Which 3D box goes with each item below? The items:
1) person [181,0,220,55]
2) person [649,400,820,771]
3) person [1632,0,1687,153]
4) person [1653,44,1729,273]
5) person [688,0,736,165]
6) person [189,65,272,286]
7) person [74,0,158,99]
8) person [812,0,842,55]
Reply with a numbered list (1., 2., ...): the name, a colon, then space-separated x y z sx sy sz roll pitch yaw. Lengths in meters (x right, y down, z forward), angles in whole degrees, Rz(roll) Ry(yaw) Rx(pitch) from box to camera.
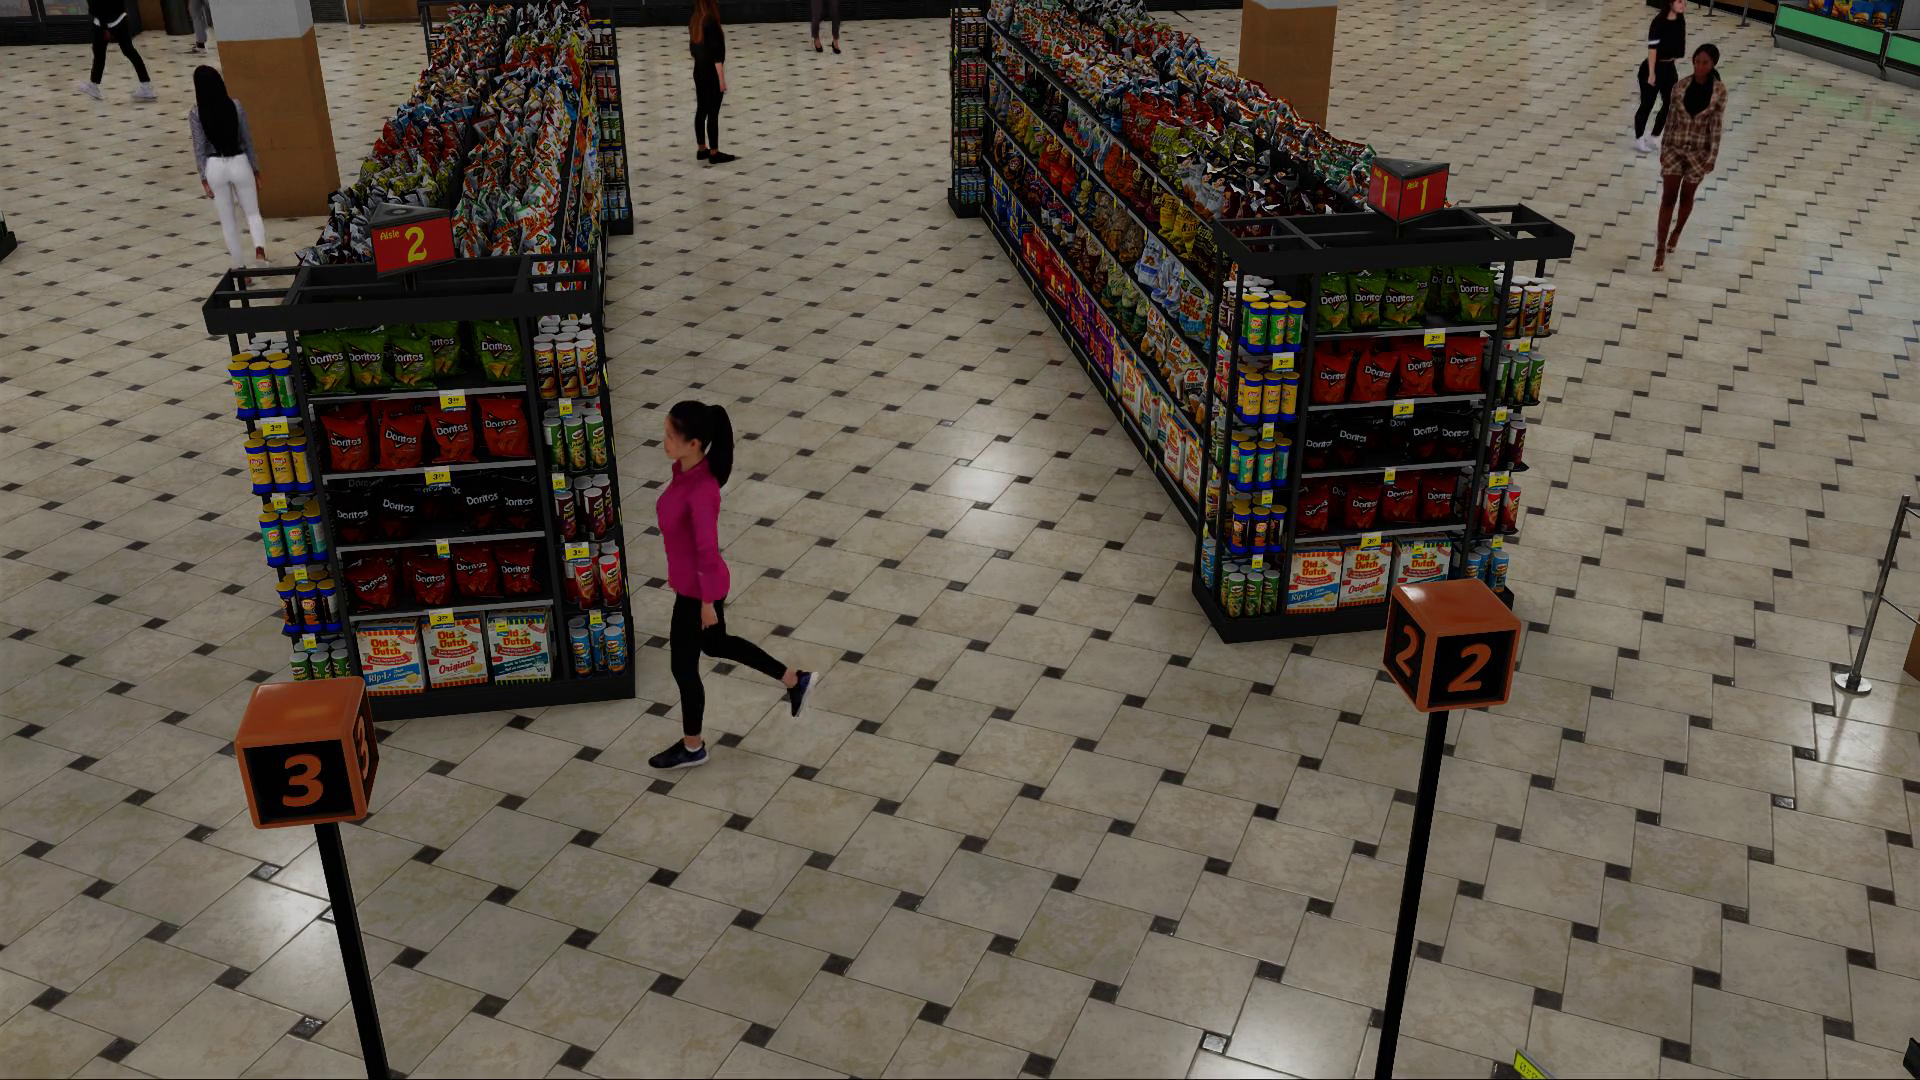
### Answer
1. person: -9.568 -7.134 21.194 0.923 1.915 0.983 -8 28 -15
2. person: -1.007 0.191 7.012 0.678 1.678 0.942 -7 28 -13
3. person: 6.994 -4.738 16.793 0.687 1.623 0.721 -12 29 -23
4. person: 5.848 -3.062 13.350 1.002 1.747 1.138 14 30 25
5. person: -2.509 -4.617 16.458 0.748 1.709 0.634 -21 34 -35
6. person: -5.604 -2.775 12.822 0.792 1.713 0.969 -15 31 -28
7. person: -9.532 -5.858 18.840 1.031 1.770 1.222 5 27 9
8. person: -1.782 -7.114 21.464 0.774 1.637 0.930 -19 32 -32
